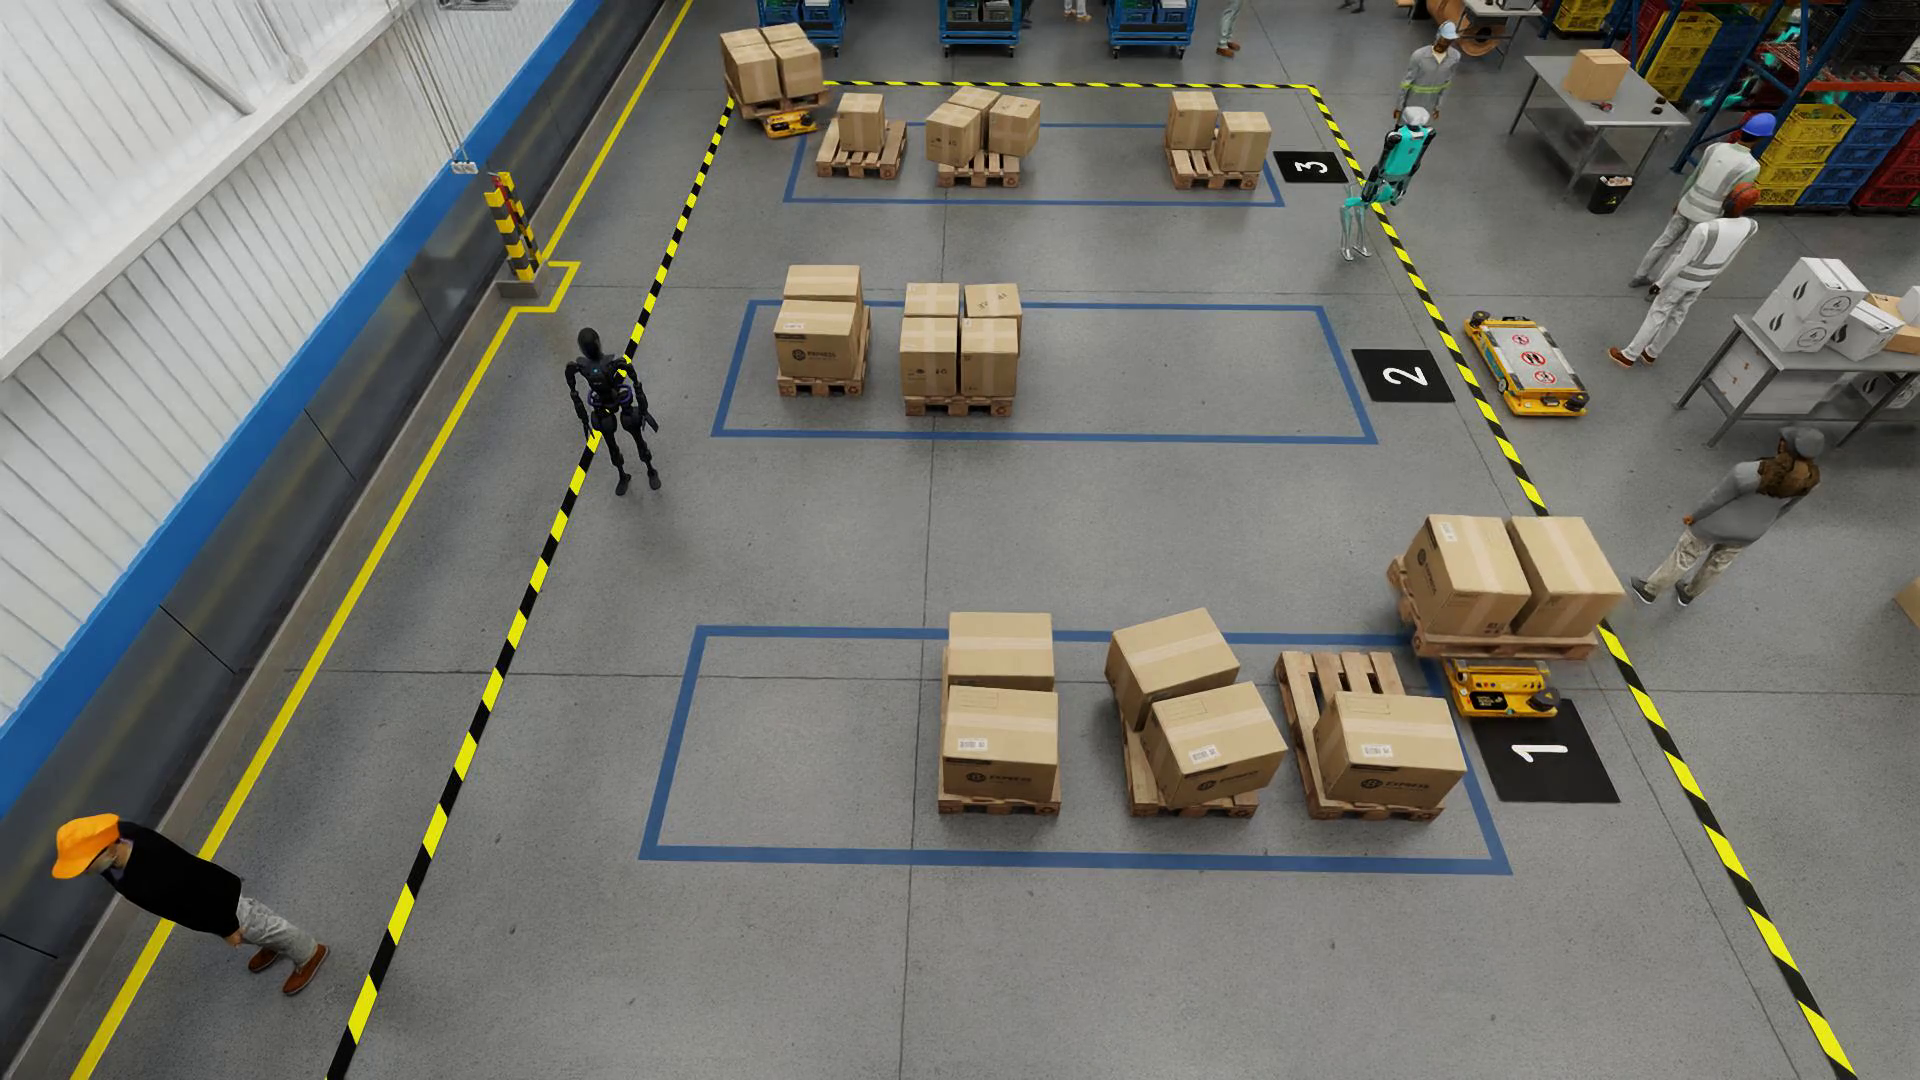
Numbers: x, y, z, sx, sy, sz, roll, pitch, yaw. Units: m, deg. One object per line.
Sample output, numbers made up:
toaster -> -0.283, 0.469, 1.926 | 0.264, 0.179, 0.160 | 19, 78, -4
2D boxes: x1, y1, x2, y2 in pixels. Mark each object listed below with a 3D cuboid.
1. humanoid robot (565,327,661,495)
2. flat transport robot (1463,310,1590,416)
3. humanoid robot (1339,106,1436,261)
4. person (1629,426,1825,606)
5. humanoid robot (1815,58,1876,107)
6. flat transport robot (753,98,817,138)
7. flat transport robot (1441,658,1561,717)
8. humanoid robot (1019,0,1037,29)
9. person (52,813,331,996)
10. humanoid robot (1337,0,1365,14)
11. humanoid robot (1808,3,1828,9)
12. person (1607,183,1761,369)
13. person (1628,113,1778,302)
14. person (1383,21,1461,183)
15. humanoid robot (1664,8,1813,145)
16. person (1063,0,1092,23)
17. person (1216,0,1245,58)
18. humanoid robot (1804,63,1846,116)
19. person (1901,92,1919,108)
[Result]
humanoid robot -> -2.808, -1.033, 7.485 | 0.599, 1.659, 0.315 | -8, 50, -7
flat transport robot -> 5.573, -1.757, 9.054 | 0.659, 0.231, 1.431 | 1, 49, 1
humanoid robot -> 4.456, -3.851, 9.810 | 0.533, 1.672, 0.735 | -12, 50, -10
person -> 5.591, -0.122, 6.646 | 0.563, 1.769, 0.398 | 5, 49, 5
humanoid robot -> 11.046, -5.599, 11.417 | 0.583, 1.785, 0.872 | 11, 50, 9
flat transport robot -> -2.510, -6.040, 12.743 | 0.652, 0.197, 1.431 | -17, 51, -14
flat transport robot -> 3.917, 0.665, 6.939 | 0.652, 0.197, 1.431 | 1, 49, 1
humanoid robot -> 1.048, -8.873, 14.276 | 0.368, 1.646, 0.610 | 3, 49, 3
person -> -3.987, 1.909, 4.813 | 0.586, 1.884, 0.359 | 22, 53, 18
humanoid robot -> 6.553, -9.371, 14.720 | 0.482, 1.641, 0.616 | -21, 52, -18
humanoid robot -> 13.251, -8.497, 13.955 | 0.606, 1.649, 0.365 | -5, 49, -4
person -> 6.789, -2.430, 8.568 | 0.575, 1.884, 0.355 | -7, 49, -6
person -> 7.566, -3.352, 9.332 | 0.424, 1.939, 0.608 | -9, 50, -7
person -> 5.516, -5.228, 11.011 | 0.590, 1.852, 0.365 | -2, 49, -2
humanoid robot -> 9.715, -5.819, 11.605 | 0.949, 1.763, 0.543 | 24, 53, 20
person -> 1.909, -9.222, 14.475 | 0.429, 1.844, 0.624 | -34, 57, -26
person -> 4.169, -8.256, 13.575 | 0.379, 1.940, 0.628 | 26, 54, 21
humanoid robot -> 11.448, -6.068, 11.882 | 0.681, 1.892, 0.556 | 4, 49, 3
person -> 12.818, -6.188, 11.719 | 0.613, 2.038, 0.393 | 33, 57, 25
